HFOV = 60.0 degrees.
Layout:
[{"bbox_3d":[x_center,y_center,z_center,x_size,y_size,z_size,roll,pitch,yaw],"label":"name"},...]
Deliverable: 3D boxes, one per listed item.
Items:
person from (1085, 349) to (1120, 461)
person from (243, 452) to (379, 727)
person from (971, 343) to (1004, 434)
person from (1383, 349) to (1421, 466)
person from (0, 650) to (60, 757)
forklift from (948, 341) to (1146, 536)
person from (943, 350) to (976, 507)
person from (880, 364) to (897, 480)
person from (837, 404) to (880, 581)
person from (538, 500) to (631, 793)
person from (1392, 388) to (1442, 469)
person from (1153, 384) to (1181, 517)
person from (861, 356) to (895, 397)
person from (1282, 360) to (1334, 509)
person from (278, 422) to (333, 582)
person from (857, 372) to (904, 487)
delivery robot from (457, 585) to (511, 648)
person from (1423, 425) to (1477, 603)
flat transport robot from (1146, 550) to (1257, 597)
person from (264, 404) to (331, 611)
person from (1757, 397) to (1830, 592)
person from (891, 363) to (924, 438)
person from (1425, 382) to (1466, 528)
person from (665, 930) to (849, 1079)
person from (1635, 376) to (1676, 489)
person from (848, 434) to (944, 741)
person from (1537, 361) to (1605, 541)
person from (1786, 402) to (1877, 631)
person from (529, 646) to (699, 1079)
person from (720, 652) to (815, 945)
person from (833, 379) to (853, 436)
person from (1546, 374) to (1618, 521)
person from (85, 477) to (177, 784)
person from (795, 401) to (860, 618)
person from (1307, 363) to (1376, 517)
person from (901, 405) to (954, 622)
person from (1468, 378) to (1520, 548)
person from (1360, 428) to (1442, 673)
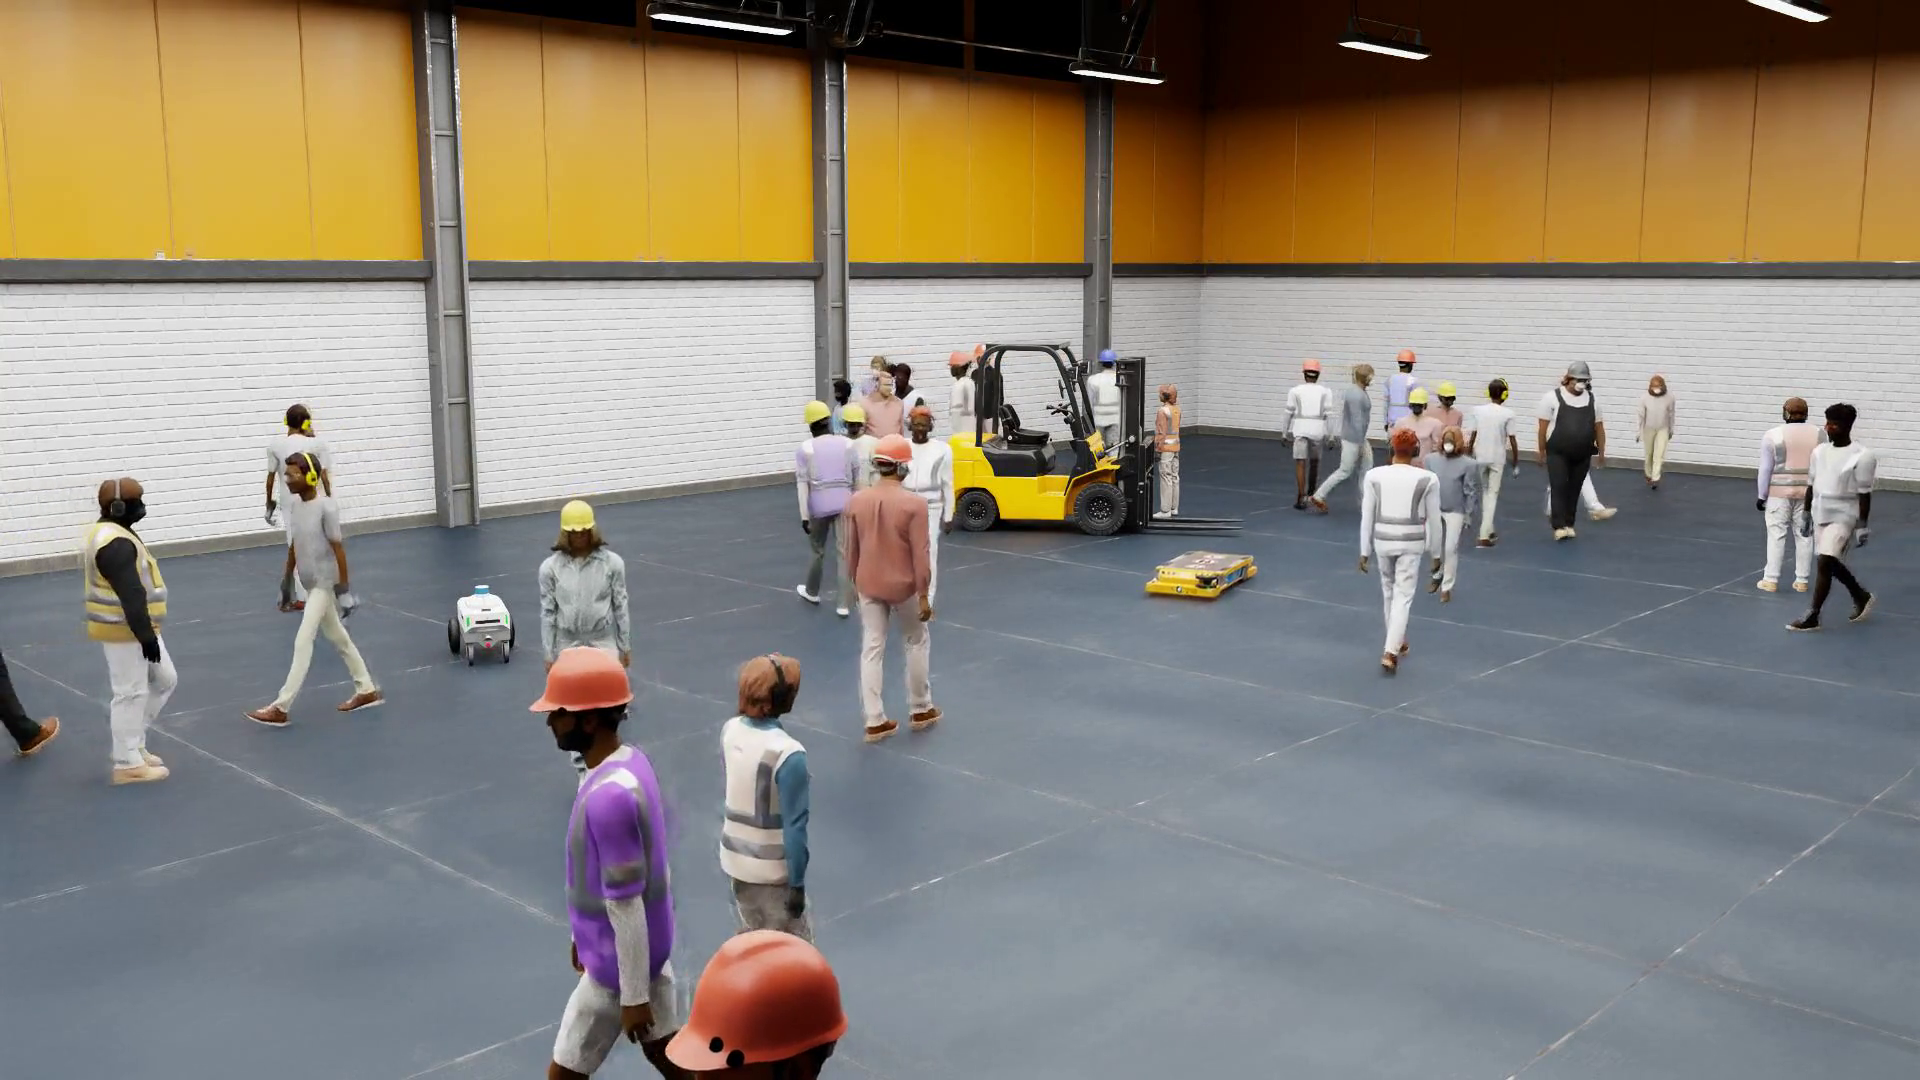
[{"bbox_3d":[2.024,-1.658,22.920,0.625,1.932,0.550,-1,9,-3],"label":"person"},{"bbox_3d":[-4.383,0.319,11.155,0.539,1.814,0.989,8,12,42],"label":"person"},{"bbox_3d":[0.348,-1.763,23.375,0.394,1.994,0.612,-9,13,-42],"label":"person"},{"bbox_3d":[6.080,-1.643,22.824,0.551,1.932,0.377,9,13,43],"label":"person"},{"bbox_3d":[-5.942,0.460,9.925,0.632,1.926,1.061,2,10,14],"label":"person"},{"bbox_3d":[0.977,-1.223,19.452,2.313,2.155,1.214,2,9,11],"label":"forklift"},{"bbox_3d":[0.086,-1.387,21.003,0.800,2.022,0.611,3,10,19],"label":"person"},{"bbox_3d":[-0.973,-1.638,23.545,0.531,1.690,0.319,3,10,20],"label":"person"},{"bbox_3d":[-1.072,-0.502,16.467,0.520,1.736,0.760,-2,10,-15],"label":"person"},{"bbox_3d":[-2.146,0.621,9.543,0.508,1.728,0.395,-2,10,-14],"label":"person"},{"bbox_3d":[5.015,-0.801,18.242,0.528,1.754,0.505,4,10,24],"label":"person"},{"bbox_3d":[2.530,-1.085,20.291,0.306,1.645,0.521,5,11,30],"label":"person"},{"bbox_3d":[-1.029,-1.500,22.084,0.640,1.899,1.012,5,10,26],"label":"person"},{"bbox_3d":[4.440,-1.355,21.251,0.632,1.863,1.013,1,9,9],"label":"person"},{"bbox_3d":[-6.332,-0.398,16.109,0.499,1.634,0.279,-6,11,-34],"label":"person"},{"bbox_3d":[-0.958,-1.057,19.517,0.657,1.853,1.027,-4,10,-25],"label":"person"},{"bbox_3d":[-3.727,0.600,13.003,0.477,0.478,0.707,-4,10,-21],"label":"delivery robot"},{"bbox_3d":[4.419,-0.239,15.132,0.510,1.621,0.351,6,11,31],"label":"person"},{"bbox_3d":[2.332,0.310,15.936,0.652,0.197,1.431,5,10,26],"label":"flat transport robot"},{"bbox_3d":[-5.892,-0.285,14.803,0.472,1.843,0.487,-9,13,-43],"label":"person"},{"bbox_3d":[7.801,-0.421,15.630,0.624,1.840,0.429,1,9,6],"label":"person"},{"bbox_3d":[-0.654,-1.171,19.988,0.422,1.910,0.639,-8,12,-39],"label":"person"},{"bbox_3d":[5.706,-1.031,19.756,0.516,1.713,0.920,-2,9,-10],"label":"person"},{"bbox_3d":[-0.306,1.604,2.902,0.377,1.938,0.547,-7,12,-39],"label":"person"},{"bbox_3d":[9.657,-1.506,23.127,0.505,1.558,0.928,3,10,20],"label":"person"},{"bbox_3d":[-0.390,0.287,10.865,0.646,1.969,0.807,5,10,26],"label":"person"},{"bbox_3d":[6.860,-0.994,18.520,0.705,2.000,0.807,0,9,-1],"label":"person"},{"bbox_3d":[7.421,-0.204,14.014,0.922,1.934,0.609,-3,10,-16],"label":"person"},{"bbox_3d":[-1.154,1.261,5.147,0.977,1.885,0.574,-1,9,-5],"label":"person"},{"bbox_3d":[-0.768,1.230,6.178,0.498,1.624,0.516,-8,12,-40],"label":"person"},{"bbox_3d":[-1.476,-1.138,20.494,0.639,1.670,0.555,-5,10,-27],"label":"person"},{"bbox_3d":[7.571,-1.137,20.139,0.919,1.802,0.628,6,11,30],"label":"person"},{"bbox_3d":[-4.870,0.538,9.782,0.454,1.828,0.630,-4,10,-23],"label":"person"},{"bbox_3d":[-1.174,-0.290,14.692,0.615,1.865,0.946,-3,10,-17],"label":"person"},{"bbox_3d":[4.736,-1.203,20.251,0.913,1.909,0.644,4,10,23],"label":"person"},{"bbox_3d":[-0.344,-0.236,14.381,0.601,1.871,0.459,1,9,8],"label":"person"},{"bbox_3d":[5.888,-0.851,18.256,0.552,1.839,0.800,9,13,43],"label":"person"},{"bbox_3d":[3.344,0.065,12.651,0.587,1.844,0.961,5,11,28],"label":"person"}]
